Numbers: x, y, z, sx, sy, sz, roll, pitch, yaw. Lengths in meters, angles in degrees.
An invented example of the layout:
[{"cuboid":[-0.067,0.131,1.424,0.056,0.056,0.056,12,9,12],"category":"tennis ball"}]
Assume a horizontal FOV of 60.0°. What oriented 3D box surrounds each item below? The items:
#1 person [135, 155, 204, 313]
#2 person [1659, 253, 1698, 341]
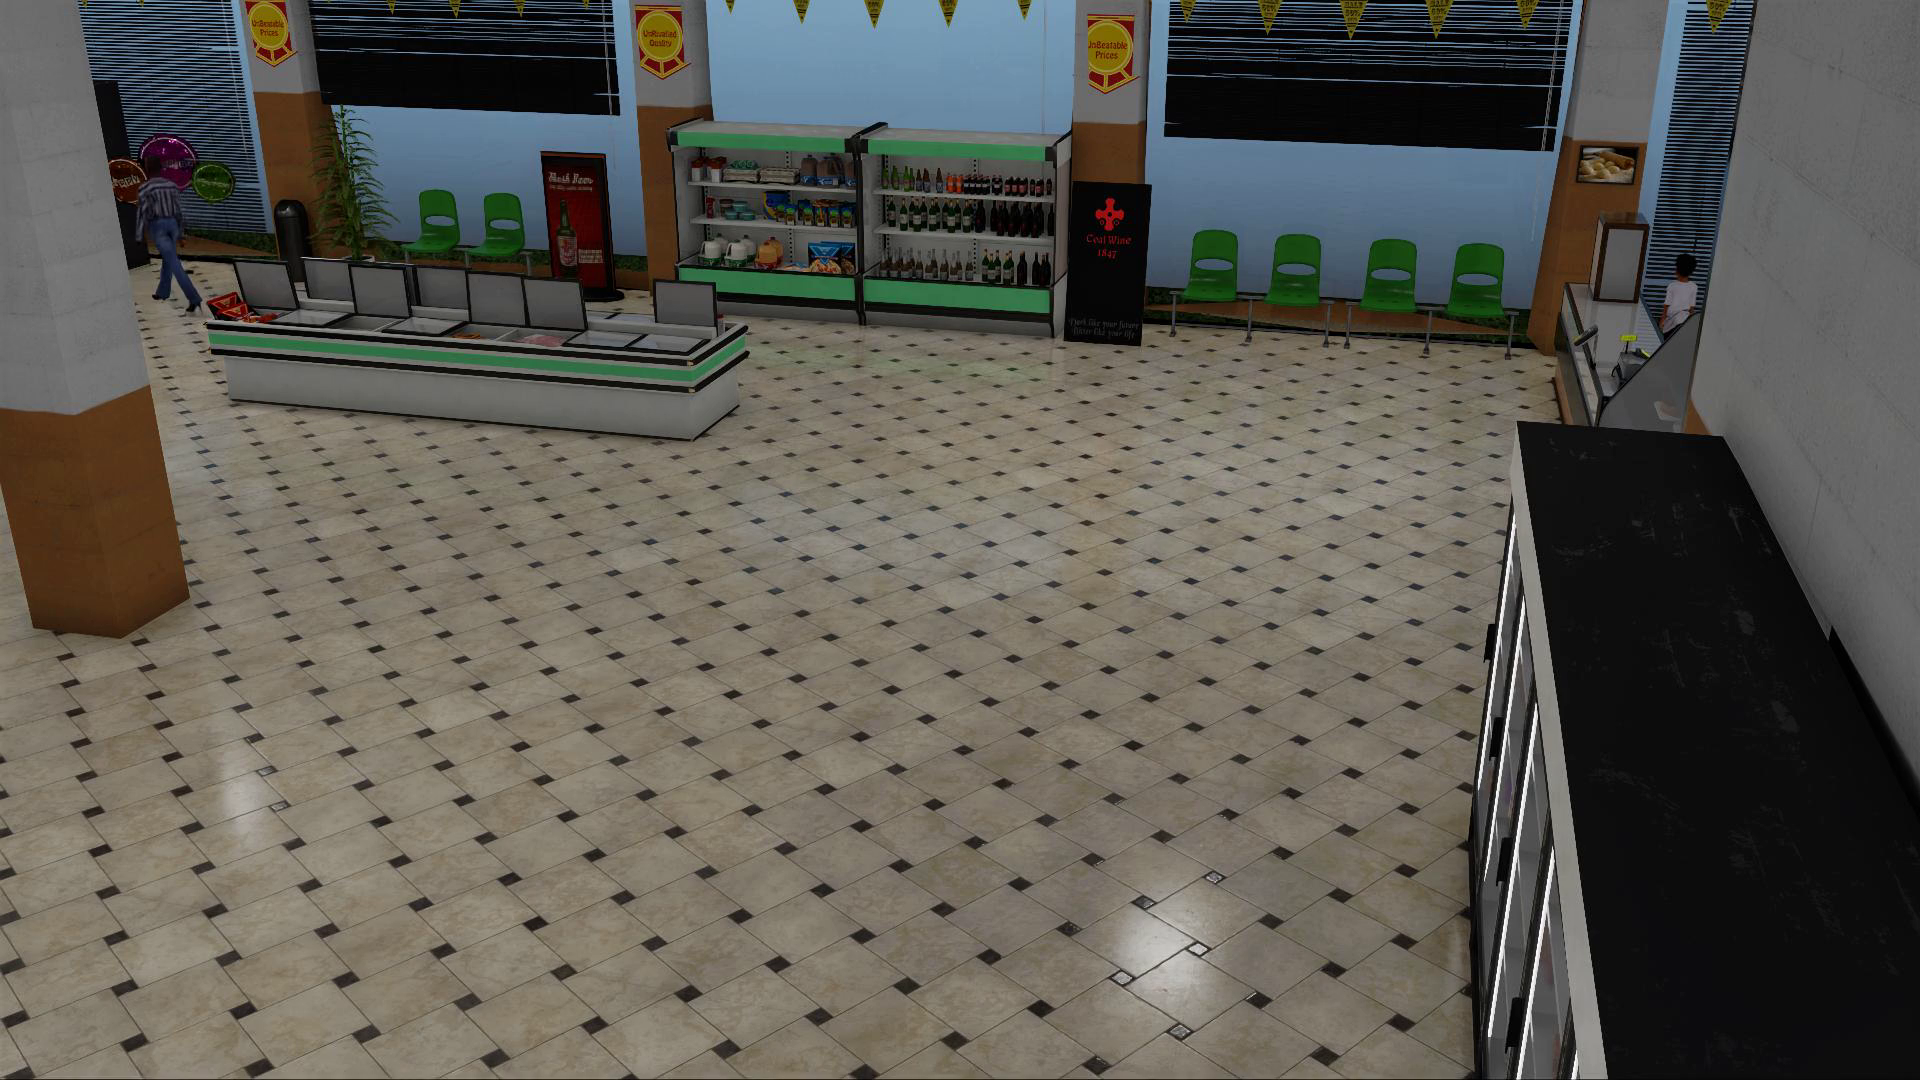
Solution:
[{"cuboid":[-8.925,-3.405,18.803,1.246,1.738,0.841,12,25,26],"category":"person"},{"cuboid":[7.098,-2.206,16.462,0.511,1.259,0.612,-3,22,-6],"category":"person"}]
